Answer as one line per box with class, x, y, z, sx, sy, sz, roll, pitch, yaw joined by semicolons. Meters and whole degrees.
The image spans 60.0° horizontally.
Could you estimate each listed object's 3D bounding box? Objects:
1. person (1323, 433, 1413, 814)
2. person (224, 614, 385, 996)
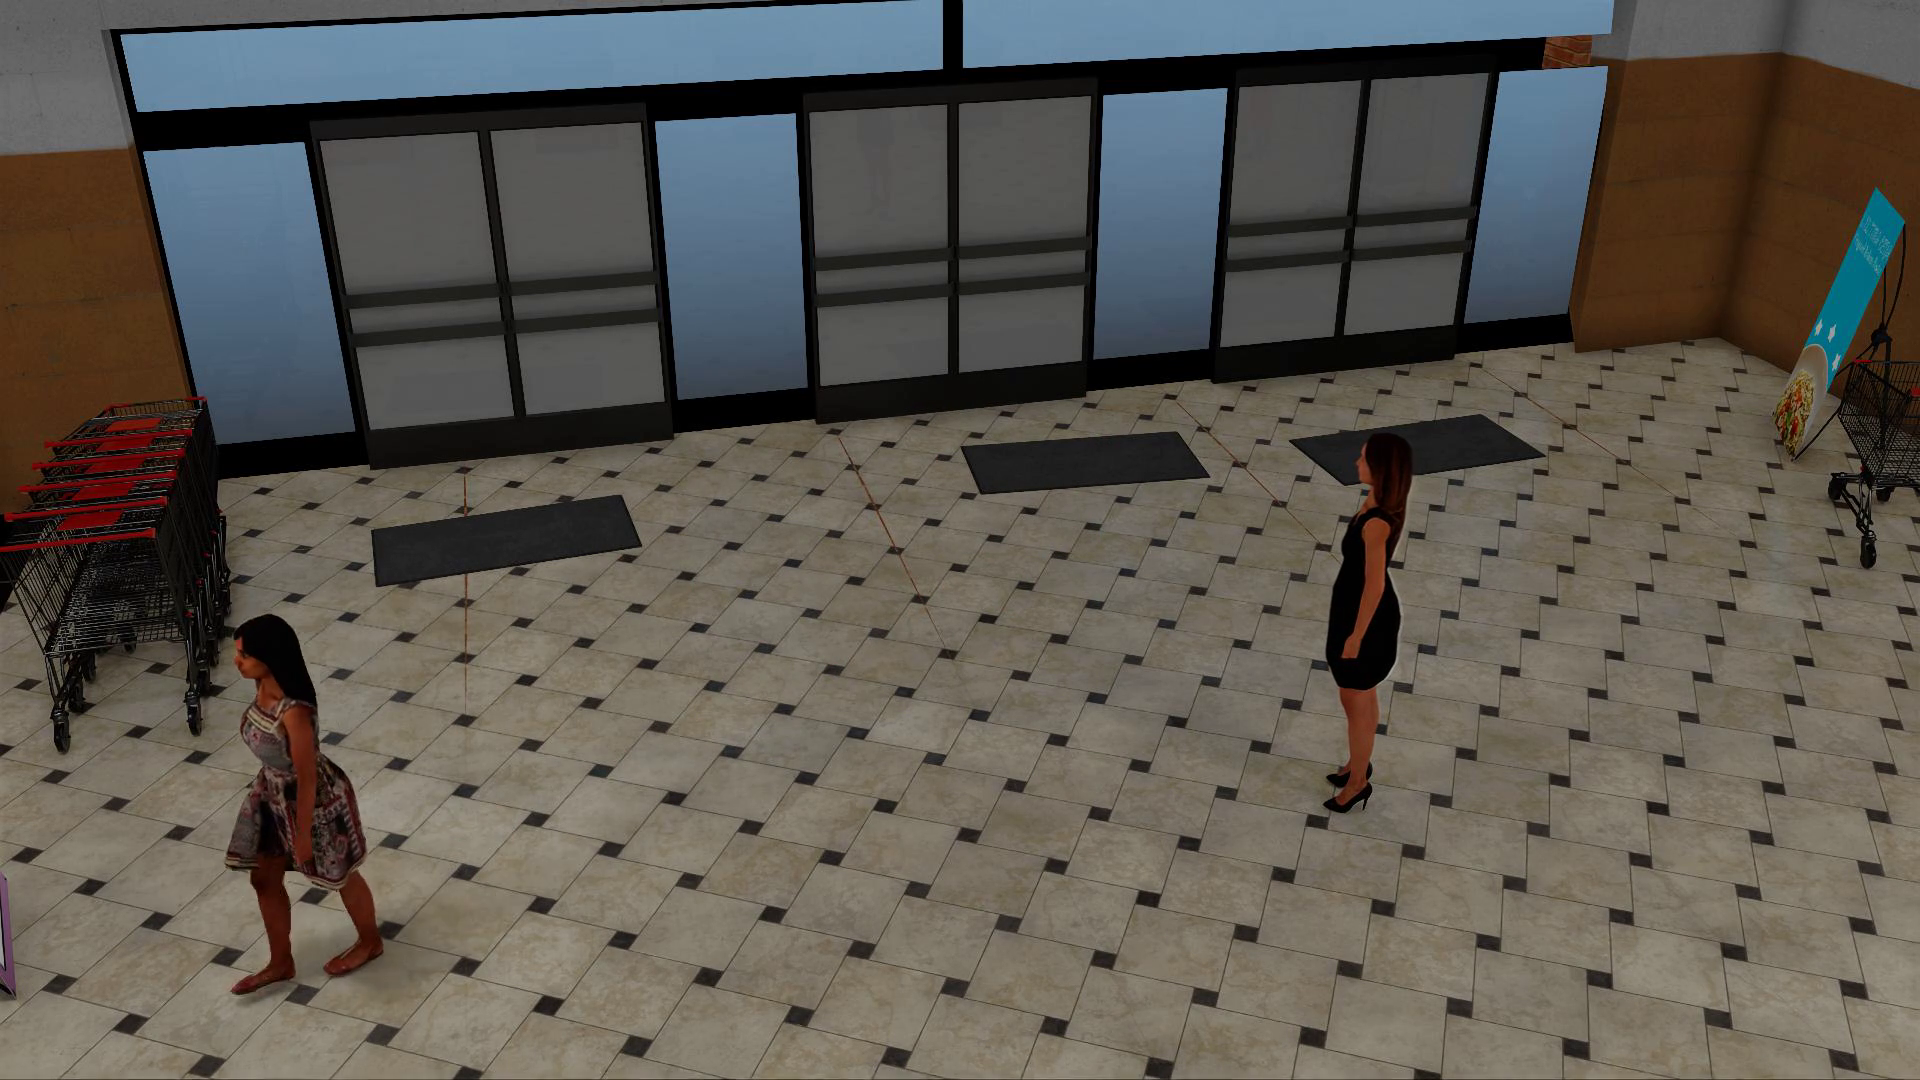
person;1.777;0.386;7.318;0.725;1.834;0.628;8;28;16
person;-2.428;0.981;6.370;0.898;1.631;0.874;-23;35;-38
